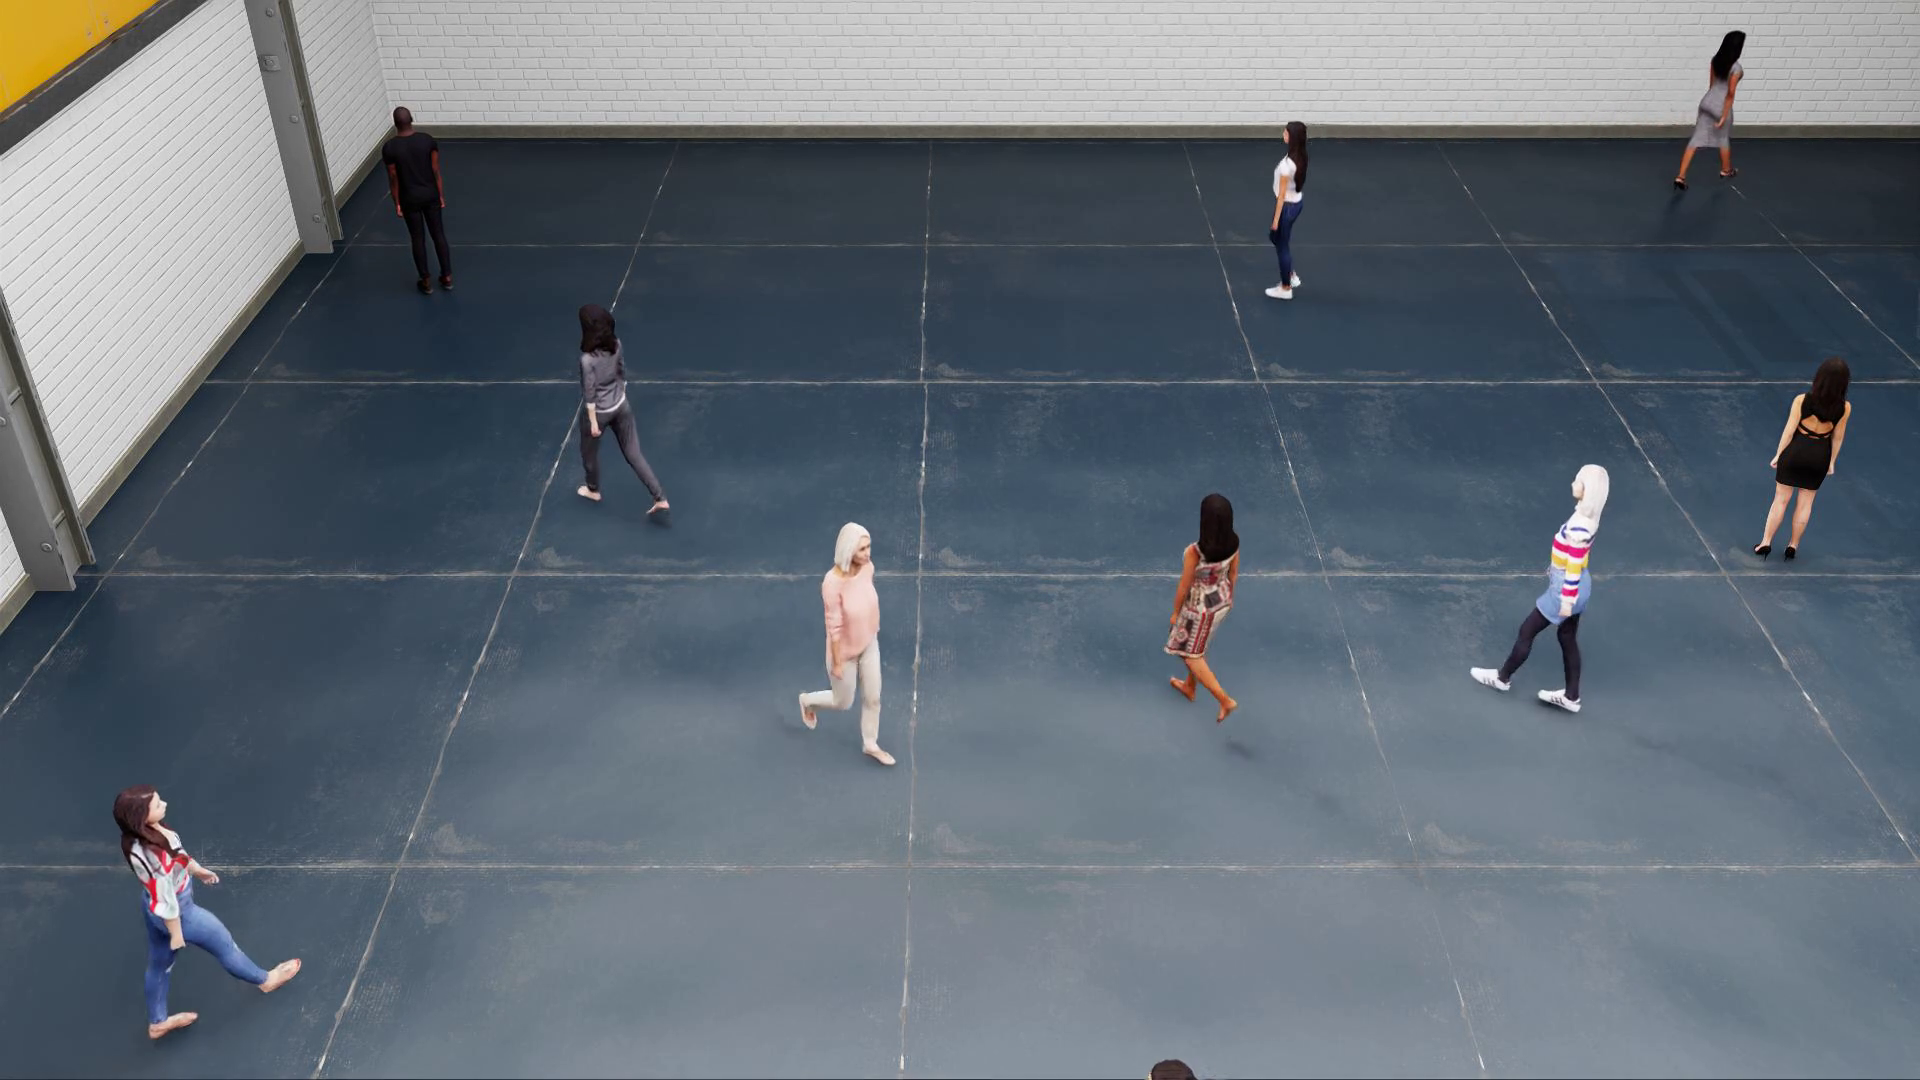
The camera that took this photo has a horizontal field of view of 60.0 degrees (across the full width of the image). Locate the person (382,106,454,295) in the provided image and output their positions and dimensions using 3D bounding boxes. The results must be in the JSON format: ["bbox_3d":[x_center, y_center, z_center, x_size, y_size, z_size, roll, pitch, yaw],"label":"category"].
[{"bbox_3d":[-5.159,-3.251,15.906,0.745,1.816,0.721,-15,36,-21],"label":"person"}]

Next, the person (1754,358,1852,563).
[{"bbox_3d":[6.103,-0.566,12.016,0.624,1.650,0.583,11,35,16],"label":"person"}]

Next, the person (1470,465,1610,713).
[{"bbox_3d":[3.928,0.346,10.528,1.008,1.779,1.020,19,38,26],"label":"person"}]

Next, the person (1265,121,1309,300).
[{"bbox_3d":[3.183,-3.081,15.698,0.789,1.764,0.695,17,37,23],"label":"person"}]

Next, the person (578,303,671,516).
[{"bbox_3d":[-2.571,-0.927,12.496,1.099,1.720,1.149,22,39,29],"label":"person"}]

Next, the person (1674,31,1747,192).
[{"bbox_3d":[8.095,-4.596,17.999,1.000,1.739,1.128,-16,37,-23],"label":"person"}]

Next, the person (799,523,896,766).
[{"bbox_3d":[-0.726,0.620,10.182,0.990,1.705,0.983,22,40,30],"label":"person"}]

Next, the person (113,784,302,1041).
[{"bbox_3d":[-4.055,1.902,8.377,1.037,1.569,1.025,-25,41,-32],"label":"person"}]

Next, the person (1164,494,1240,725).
[{"bbox_3d":[1.583,0.464,10.485,0.945,1.631,1.038,-22,40,-30],"label":"person"}]
